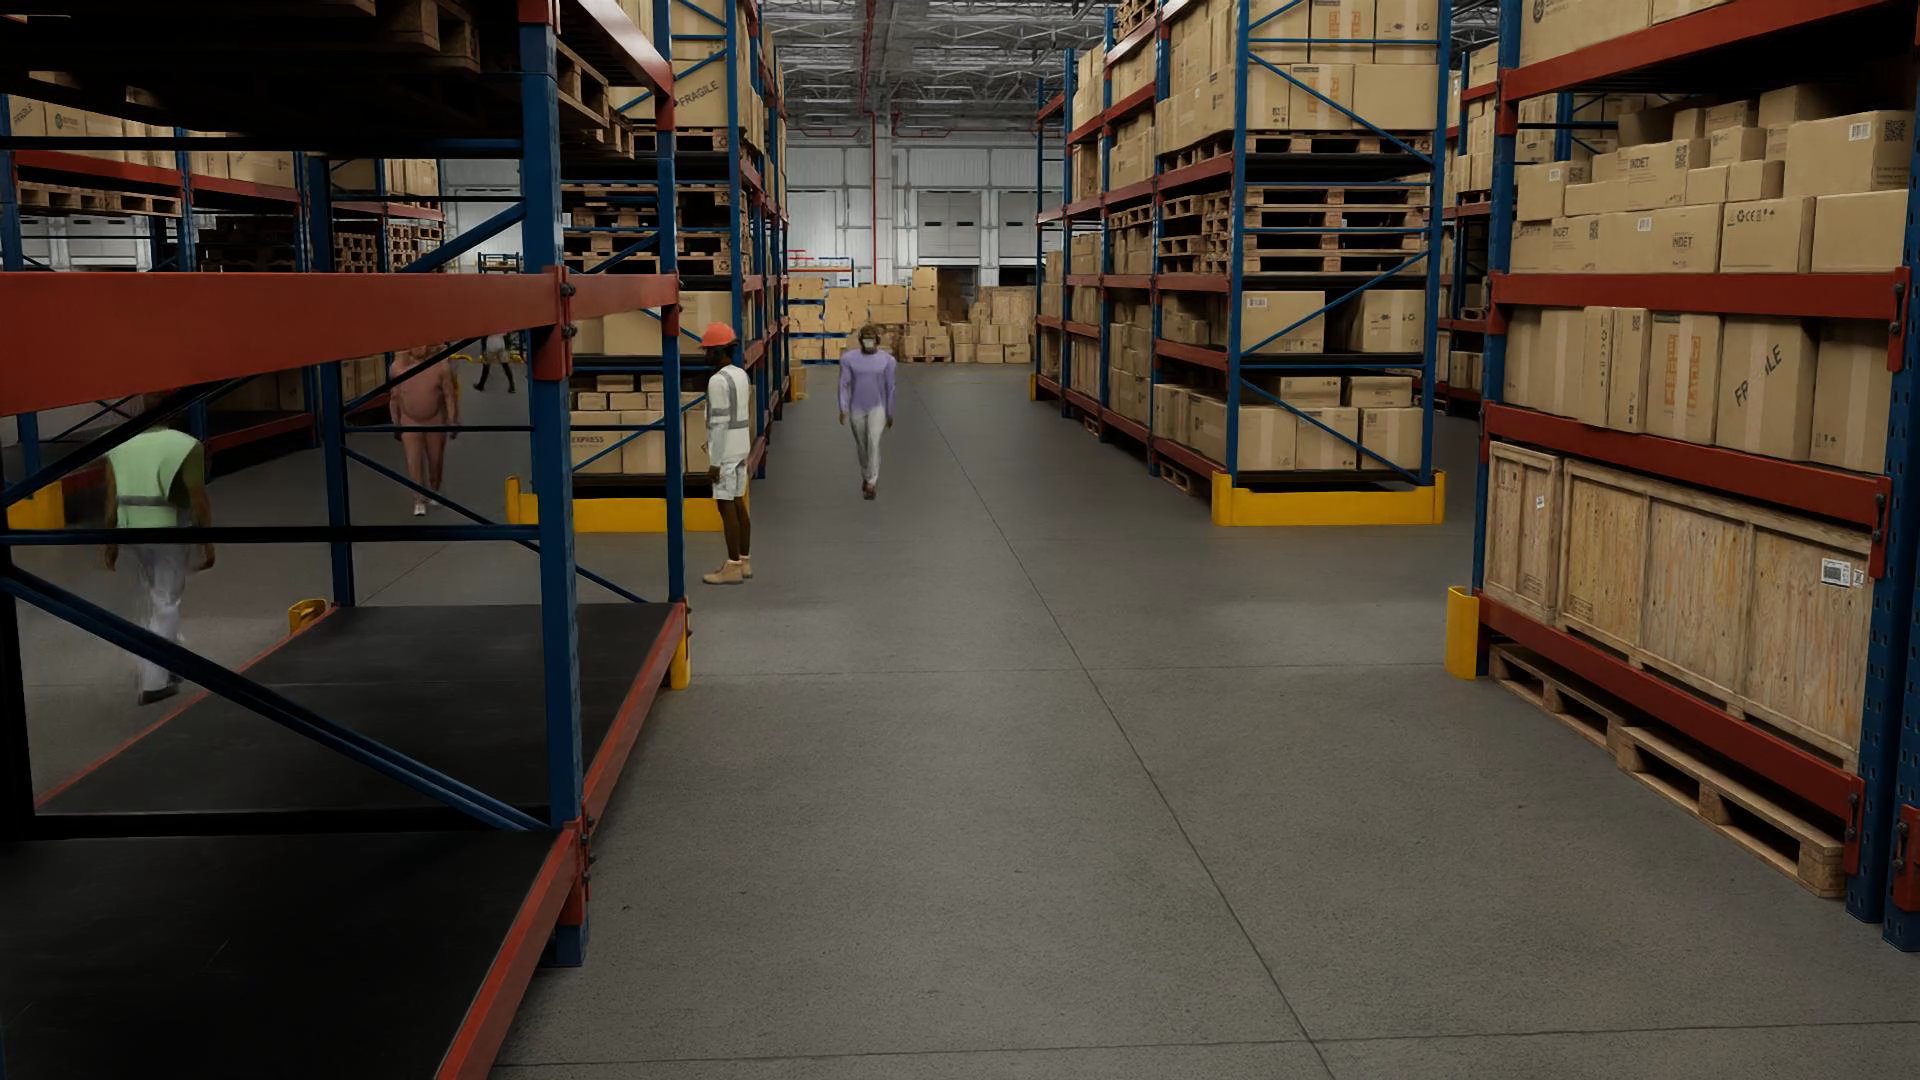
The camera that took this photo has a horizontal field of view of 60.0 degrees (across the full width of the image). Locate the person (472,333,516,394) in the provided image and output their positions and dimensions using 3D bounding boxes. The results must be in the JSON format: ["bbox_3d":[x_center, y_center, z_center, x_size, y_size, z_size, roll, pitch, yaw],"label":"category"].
[{"bbox_3d":[-9.491,-3.898,33.853,1.163,1.854,0.614,7,11,37],"label":"person"}]

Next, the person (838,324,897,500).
[{"bbox_3d":[-0.996,-1.419,18.177,0.626,1.899,1.022,1,9,5],"label":"person"}]

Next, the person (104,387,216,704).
[{"bbox_3d":[-4.518,-0.014,9.573,0.590,1.805,0.839,1,9,8],"label":"person"}]

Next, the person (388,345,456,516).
[{"bbox_3d":[-5.466,-1.221,16.943,0.647,1.878,0.883,-2,9,-15],"label":"person"}]

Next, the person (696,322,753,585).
[{"bbox_3d":[-1.843,-0.668,12.954,0.396,2.038,0.614,2,9,12],"label":"person"}]
